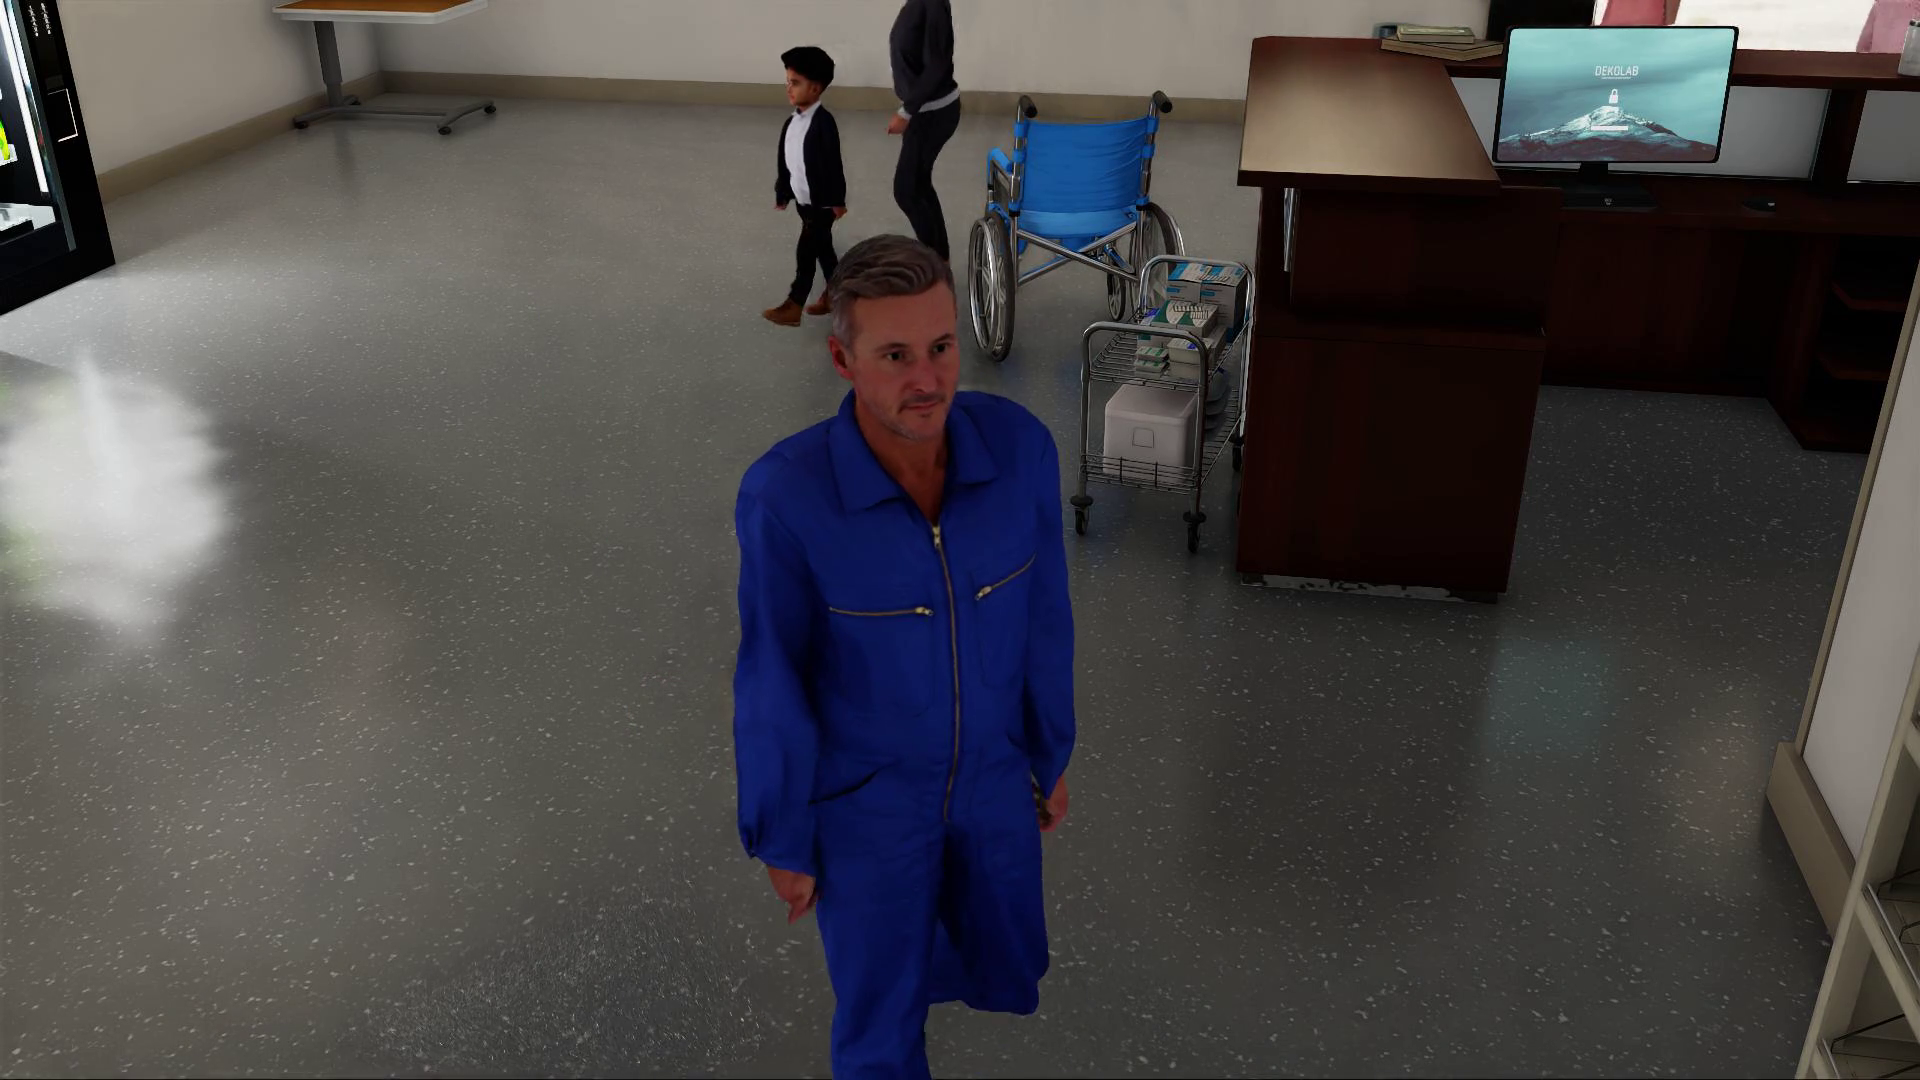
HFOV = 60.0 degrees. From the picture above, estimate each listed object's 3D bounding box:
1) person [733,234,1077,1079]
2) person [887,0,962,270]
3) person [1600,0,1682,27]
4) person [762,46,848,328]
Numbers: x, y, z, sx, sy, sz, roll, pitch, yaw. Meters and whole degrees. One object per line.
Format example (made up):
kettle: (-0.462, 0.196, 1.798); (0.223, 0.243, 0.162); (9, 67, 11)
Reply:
person: (-0.107, 0.368, 2.729); (0.988, 1.809, 1.058); (-13, 29, -25)
person: (-0.107, -2.031, 7.823); (0.802, 1.706, 0.702); (-3, 26, -7)
person: (3.511, -2.638, 8.839); (1.136, 1.917, 1.066); (-15, 30, -28)
person: (-0.597, -1.566, 7.387); (0.822, 1.207, 0.754); (-19, 31, -33)
